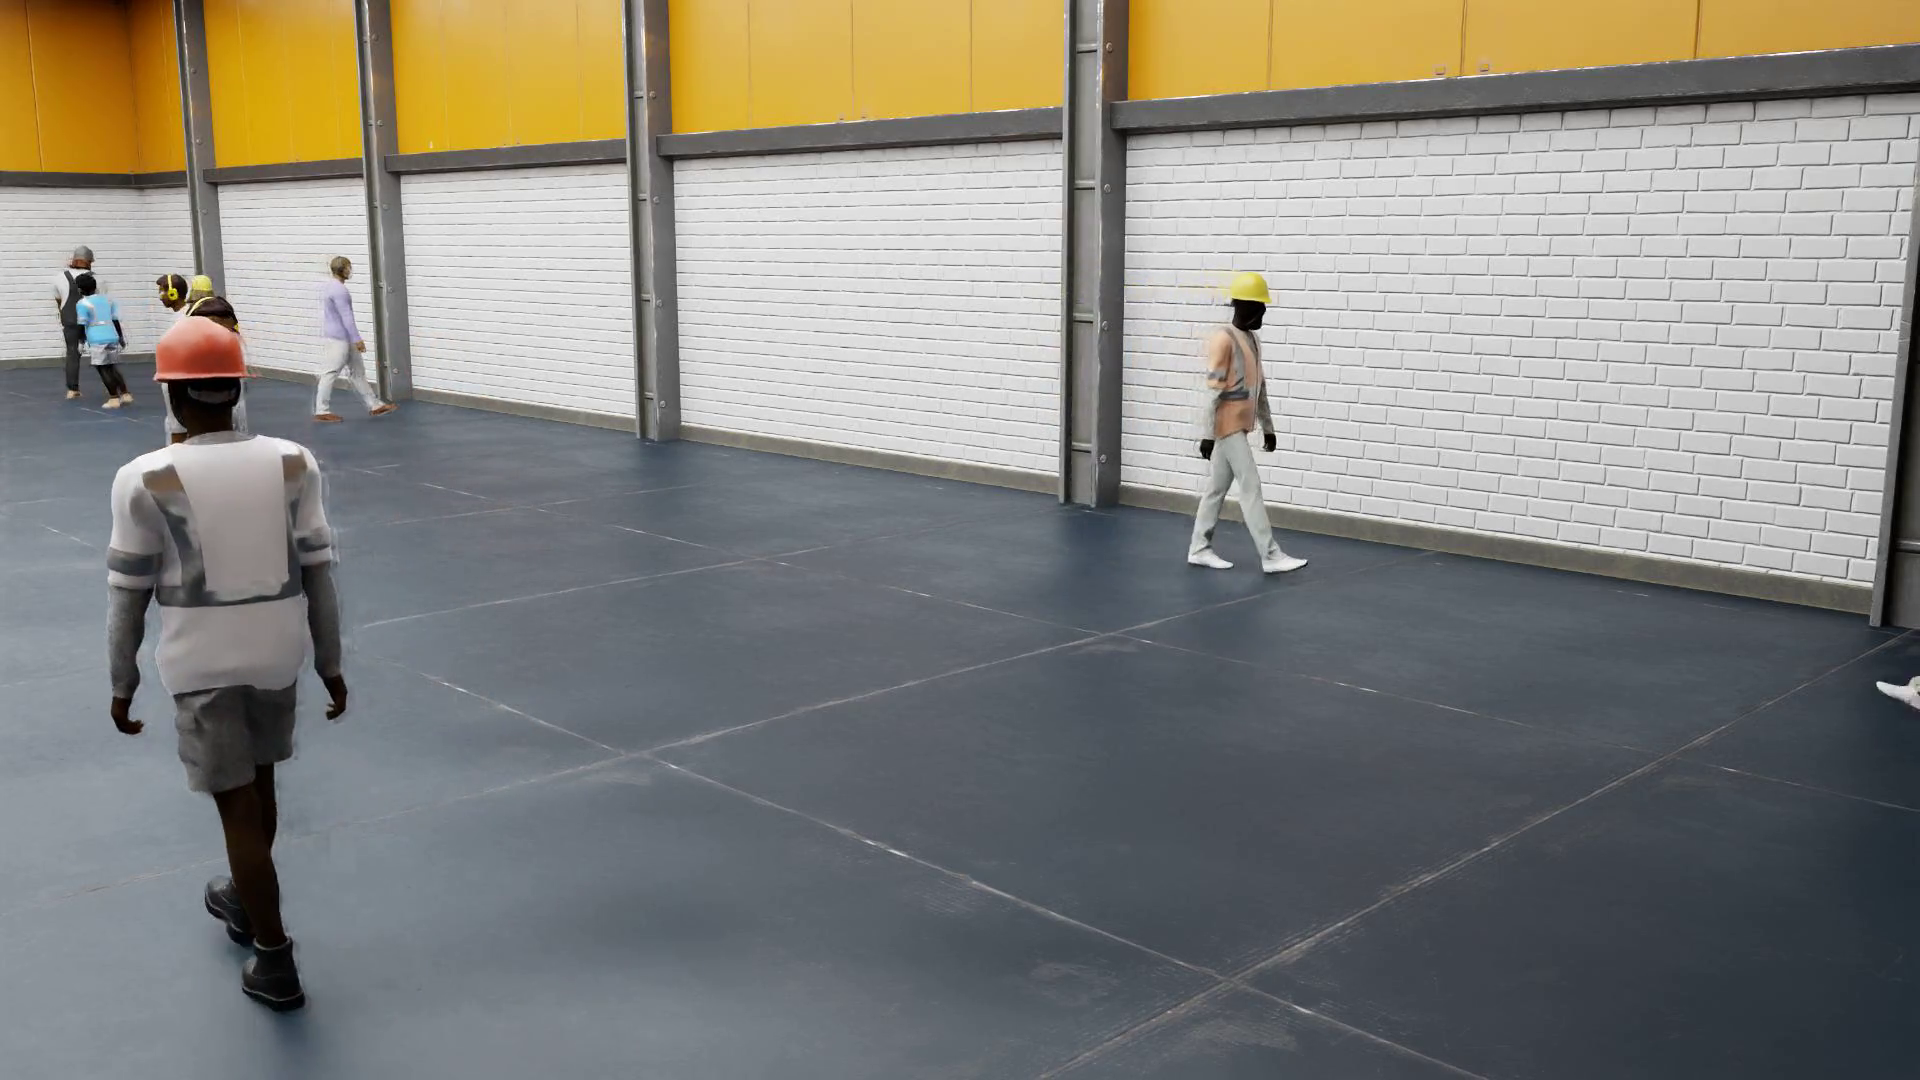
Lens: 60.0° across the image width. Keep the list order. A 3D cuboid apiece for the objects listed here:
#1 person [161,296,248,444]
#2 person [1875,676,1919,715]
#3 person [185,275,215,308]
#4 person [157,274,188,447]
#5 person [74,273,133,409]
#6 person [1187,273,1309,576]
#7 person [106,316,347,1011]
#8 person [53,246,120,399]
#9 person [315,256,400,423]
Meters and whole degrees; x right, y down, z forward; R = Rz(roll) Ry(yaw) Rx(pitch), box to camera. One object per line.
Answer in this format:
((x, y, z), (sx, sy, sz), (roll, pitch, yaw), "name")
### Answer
((-3.337, -0.161, 7.520), (0.333, 1.861, 0.520), (3, 11, 14), "person")
((4.417, 0.068, 7.044), (0.521, 1.566, 0.924), (-8, 13, -36), "person")
((-7.571, -1.783, 16.723), (0.497, 1.733, 0.400), (-5, 11, -23), "person")
((-6.484, -1.345, 14.115), (0.975, 1.819, 0.532), (-3, 11, -15), "person")
((-10.546, -2.433, 20.405), (0.431, 1.662, 0.555), (3, 11, 16), "person")
((1.847, -0.716, 10.444), (0.914, 1.884, 0.620), (5, 12, 27), "person")
((-2.126, 0.328, 4.723), (0.902, 1.900, 0.575), (10, 14, 43), "person")
((-11.556, -2.907, 21.995), (0.699, 2.000, 1.036), (-1, 10, -5), "person")
((-6.950, -2.285, 19.009), (1.000, 1.891, 0.641), (-4, 11, -20), "person")
